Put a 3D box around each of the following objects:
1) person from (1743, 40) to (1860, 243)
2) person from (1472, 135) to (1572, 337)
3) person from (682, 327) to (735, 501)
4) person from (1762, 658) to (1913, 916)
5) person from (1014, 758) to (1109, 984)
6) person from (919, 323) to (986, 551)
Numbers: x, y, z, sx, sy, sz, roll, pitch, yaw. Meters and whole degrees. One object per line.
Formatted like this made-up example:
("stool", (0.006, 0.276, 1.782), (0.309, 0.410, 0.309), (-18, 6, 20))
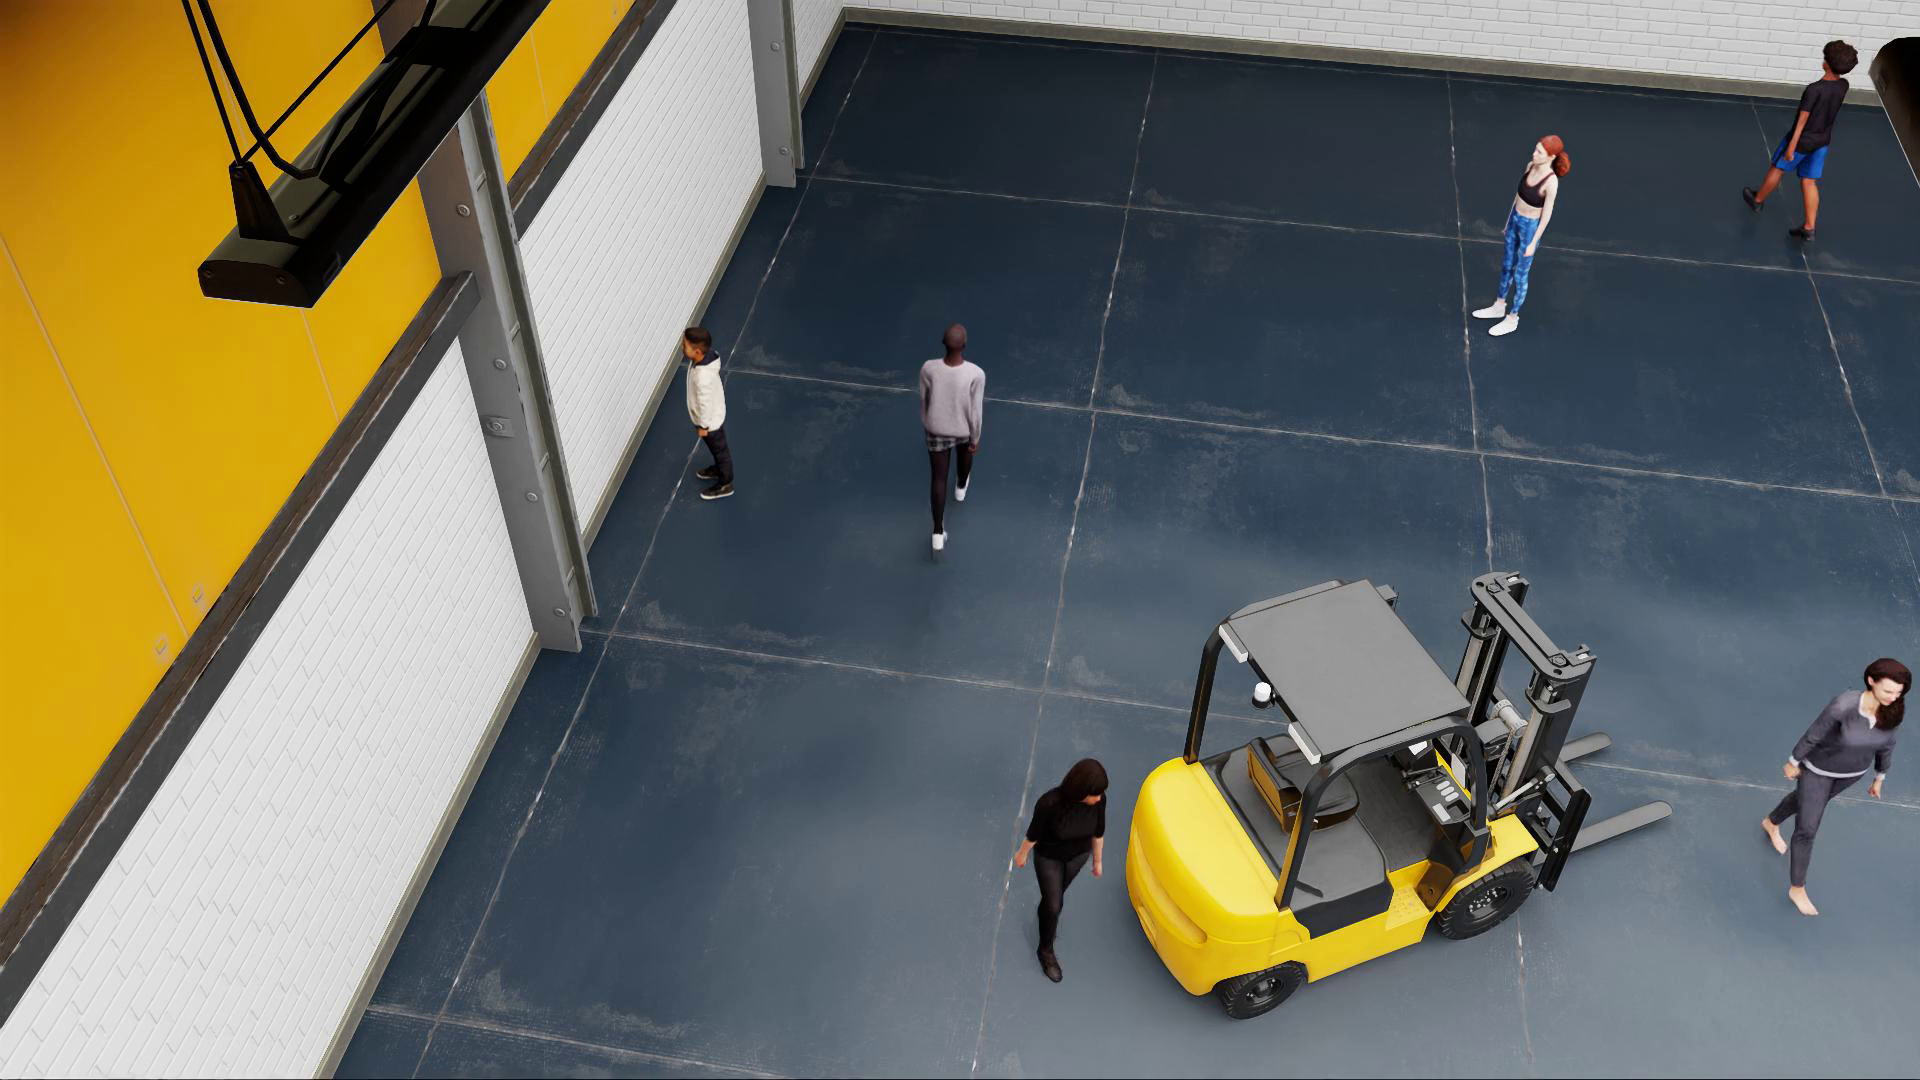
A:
("person", (7.432, -3.425, 14.448), (0.977, 1.760, 1.261), (-11, 45, -11))
("person", (4.550, -2.468, 13.425), (0.732, 1.785, 0.654), (-12, 45, -12))
("person", (-1.814, -0.943, 12.064), (0.699, 1.454, 0.563), (-9, 44, -9))
("person", (4.970, 1.239, 9.566), (0.840, 1.740, 1.066), (-6, 44, -6))
("person", (0.545, 1.666, 9.210), (0.810, 1.613, 0.896), (-9, 44, -10))
("person", (-0.088, -0.715, 11.613), (0.691, 1.747, 1.169), (3, 44, 3))
